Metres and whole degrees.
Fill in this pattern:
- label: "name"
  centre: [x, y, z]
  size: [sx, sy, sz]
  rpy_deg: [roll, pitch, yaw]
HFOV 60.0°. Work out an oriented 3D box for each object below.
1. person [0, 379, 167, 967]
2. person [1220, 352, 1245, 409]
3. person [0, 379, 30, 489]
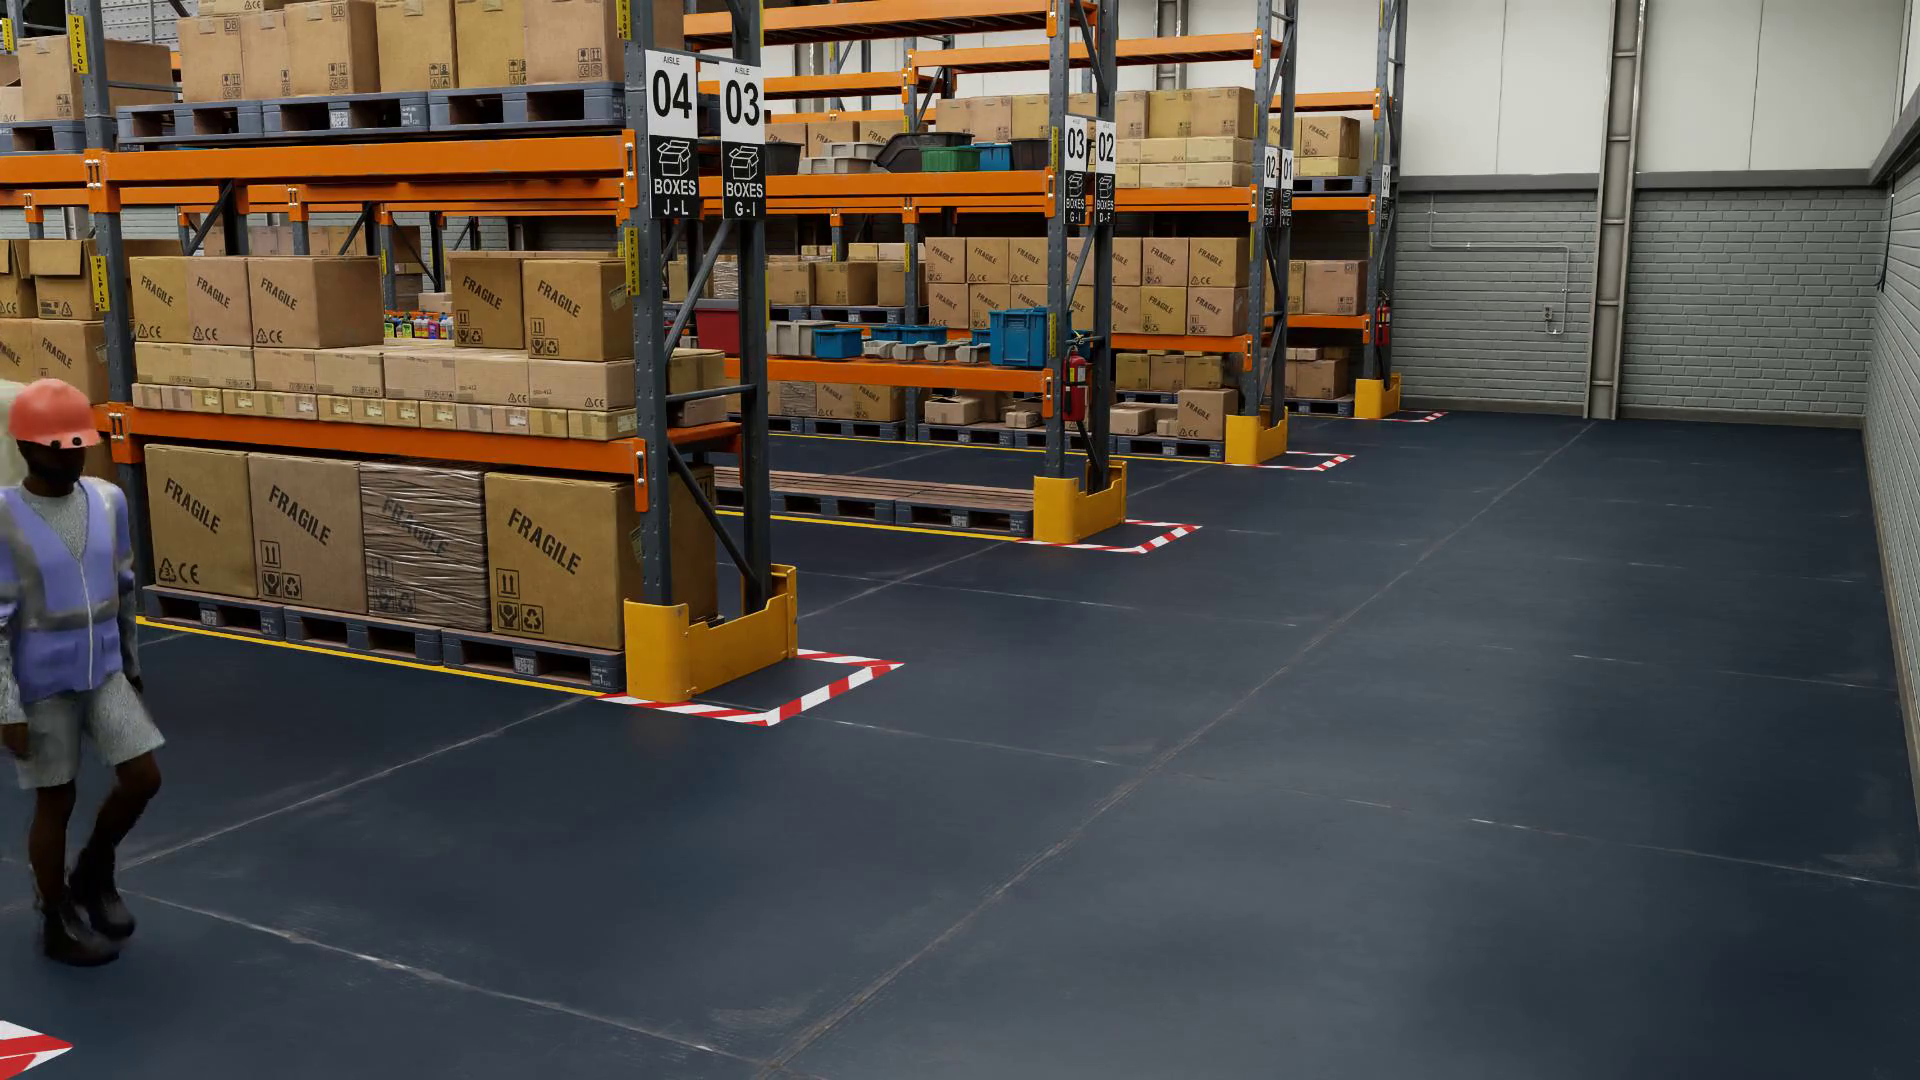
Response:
- label: "person"
  centre: [-2.819, 0.439, 5.295]
  size: [0.476, 1.911, 0.605]
  rpy_deg: [5, 12, 26]
- label: "person"
  centre: [3.173, -2.110, 19.073]
  size: [0.470, 1.955, 0.629]
  rpy_deg: [7, 13, 34]
- label: "person"
  centre: [-5.009, -0.159, 8.443]
  size: [0.979, 1.946, 0.646]
  rpy_deg: [5, 12, 26]
